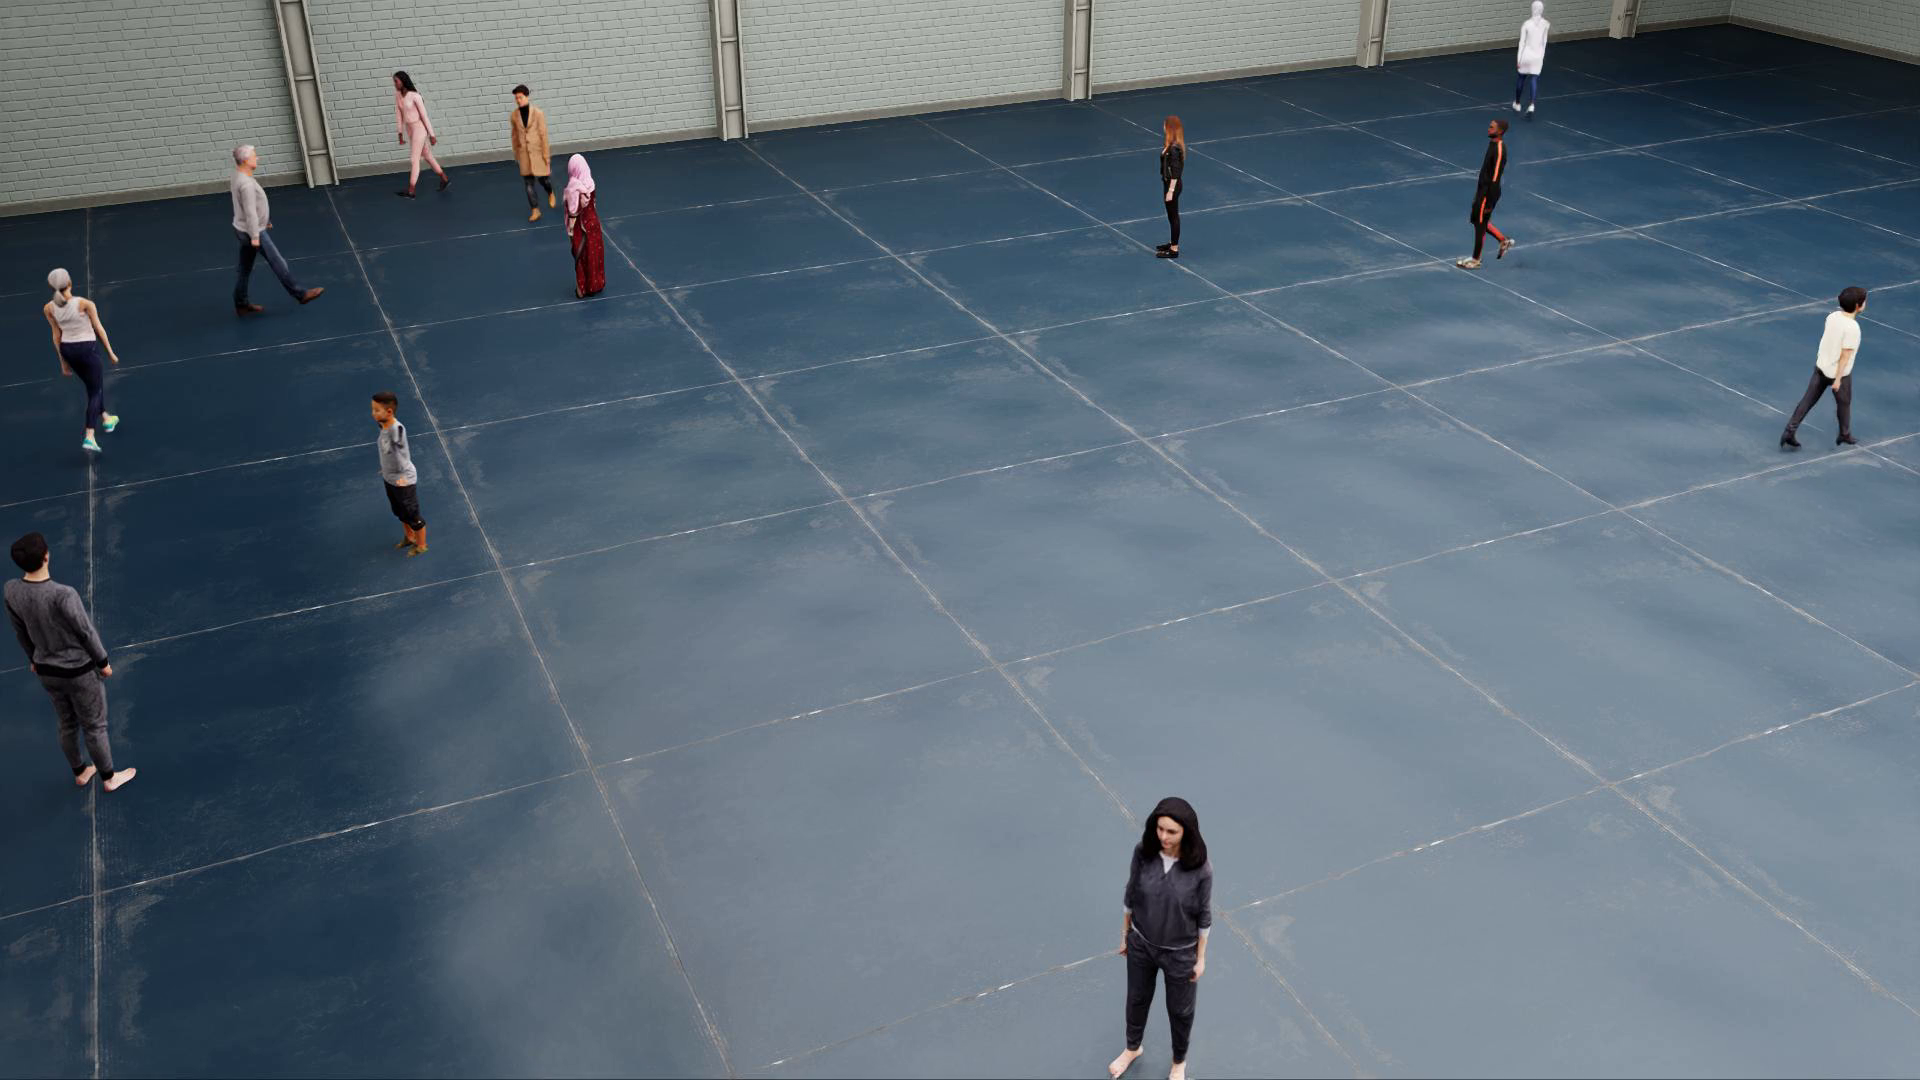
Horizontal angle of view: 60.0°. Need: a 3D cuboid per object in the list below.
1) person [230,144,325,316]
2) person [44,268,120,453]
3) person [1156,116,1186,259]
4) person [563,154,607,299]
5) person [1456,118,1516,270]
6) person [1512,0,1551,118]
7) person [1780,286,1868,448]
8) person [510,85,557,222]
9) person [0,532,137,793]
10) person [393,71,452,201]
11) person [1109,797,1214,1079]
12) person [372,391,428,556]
[{"bbox_3d":[-7.834,-3.349,18.215,1.234,1.862,0.889,-19,33,-31],"label":"person"},{"bbox_3d":[-8.003,-1.611,15.156,1.178,1.670,0.964,-2,28,-4],"label":"person"},{"bbox_3d":[2.592,-4.280,20.131,0.709,1.705,0.684,5,28,9],"label":"person"},{"bbox_3d":[-4.270,-3.587,18.902,0.825,1.638,0.748,13,31,22],"label":"person"},{"bbox_3d":[6.334,-4.089,19.673,1.020,1.799,0.912,4,28,8],"label":"person"},{"bbox_3d":[9.047,-7.560,26.245,1.128,1.746,1.042,3,28,5],"label":"person"},{"bbox_3d":[7.859,-1.520,15.118,1.052,1.546,0.778,-4,28,-8],"label":"person"},{"bbox_3d":[-5.513,-5.040,21.547,0.958,1.715,0.961,3,28,5],"label":"person"},{"bbox_3d":[-5.621,0.793,10.458,0.741,1.843,0.838,5,28,9],"label":"person"},{"bbox_3d":[-7.215,-5.457,22.381,1.028,1.667,1.254,16,32,27],"label":"person"},{"bbox_3d":[1.020,2.000,8.274,0.672,1.766,0.712,13,31,22],"label":"person"},{"bbox_3d":[-4.543,-0.584,13.459,0.617,1.452,0.608,24,36,38],"label":"person"}]
